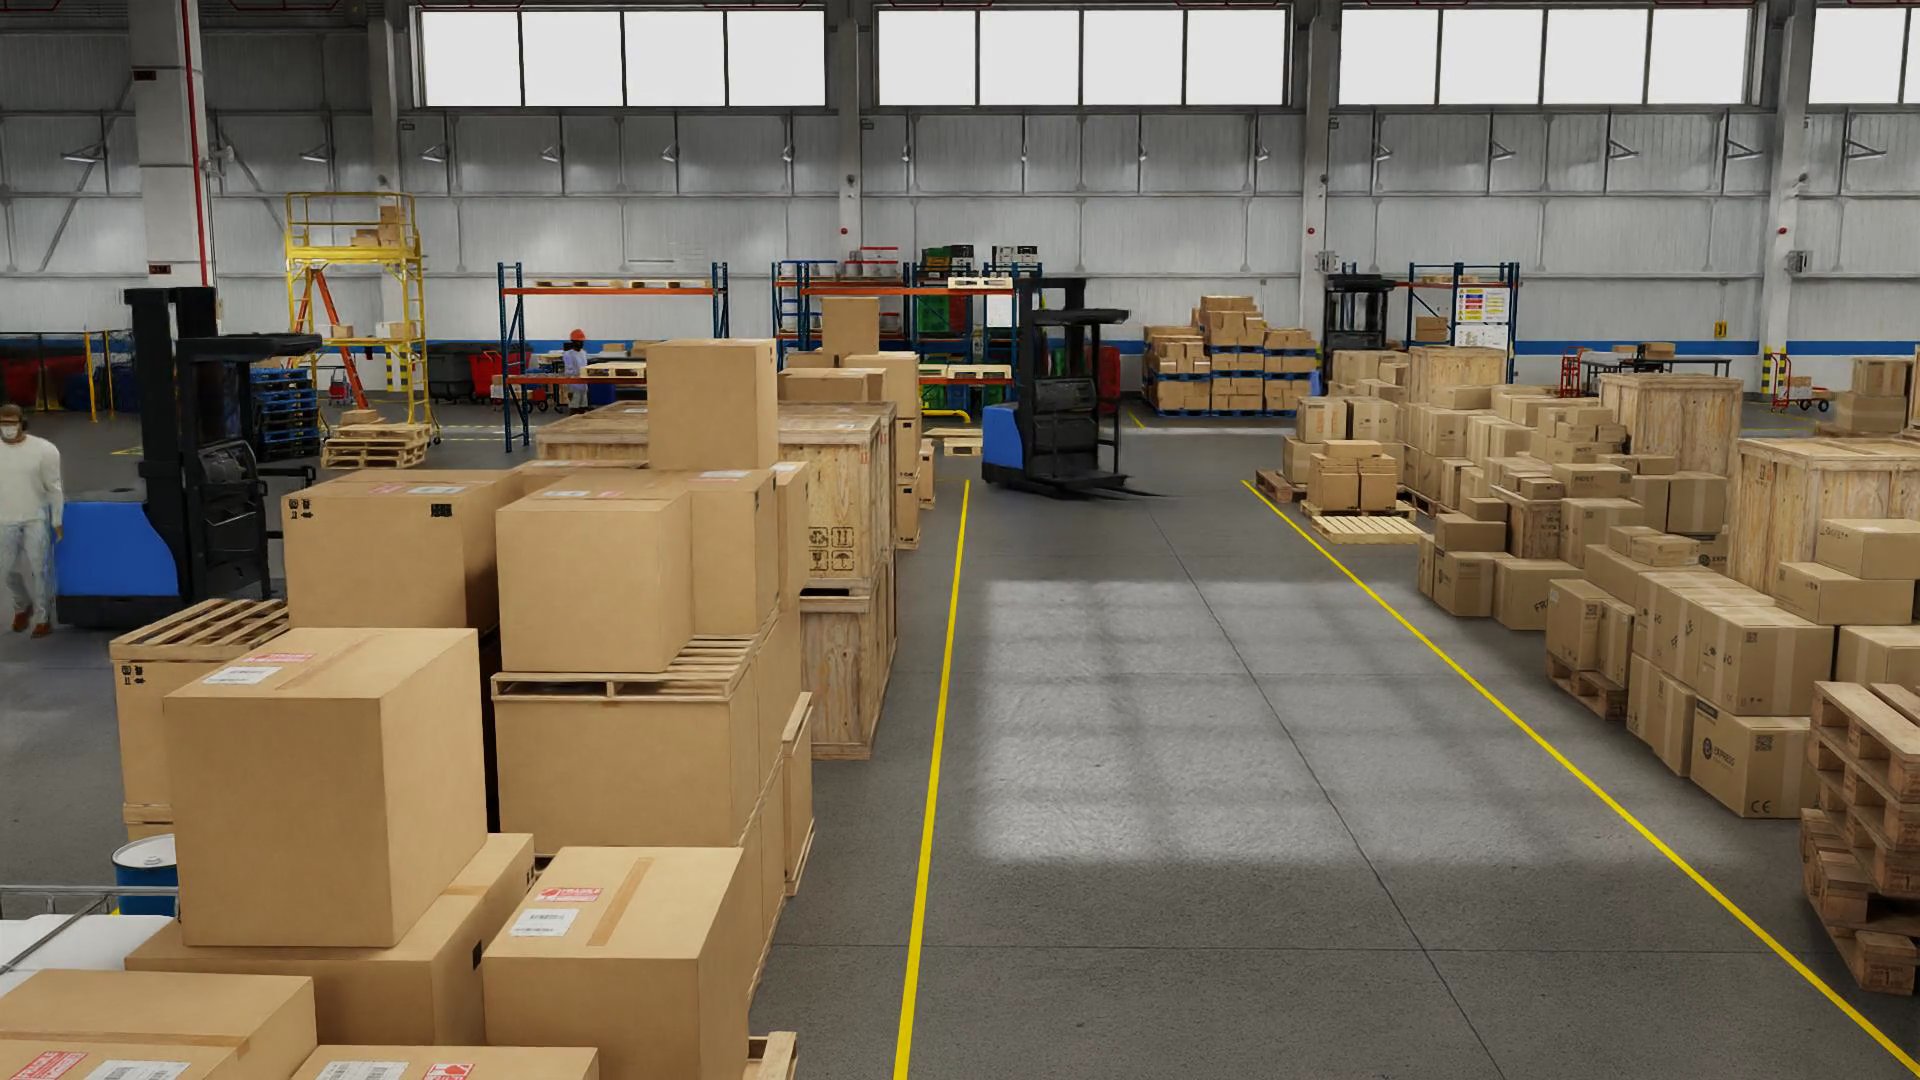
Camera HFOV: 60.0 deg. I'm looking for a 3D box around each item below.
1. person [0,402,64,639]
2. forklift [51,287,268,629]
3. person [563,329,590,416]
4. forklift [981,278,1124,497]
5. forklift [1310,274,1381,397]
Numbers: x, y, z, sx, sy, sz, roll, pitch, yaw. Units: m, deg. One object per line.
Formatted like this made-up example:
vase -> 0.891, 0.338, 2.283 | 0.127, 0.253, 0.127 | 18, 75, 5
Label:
person -> -7.547, -0.146, 13.391 | 0.636, 1.925, 0.426 | -2, 10, -15
forklift -> -6.507, -0.716, 13.926 | 1.873, 2.768, 1.129 | 0, 9, 1
person -> -6.313, -2.521, 27.556 | 0.373, 1.935, 0.568 | 3, 10, 20
forklift -> 1.191, -2.087, 22.138 | 1.129, 2.768, 1.873 | -6, 11, -31
forklift -> 6.883, -3.295, 29.370 | 1.129, 2.768, 1.873 | 0, 9, 1
